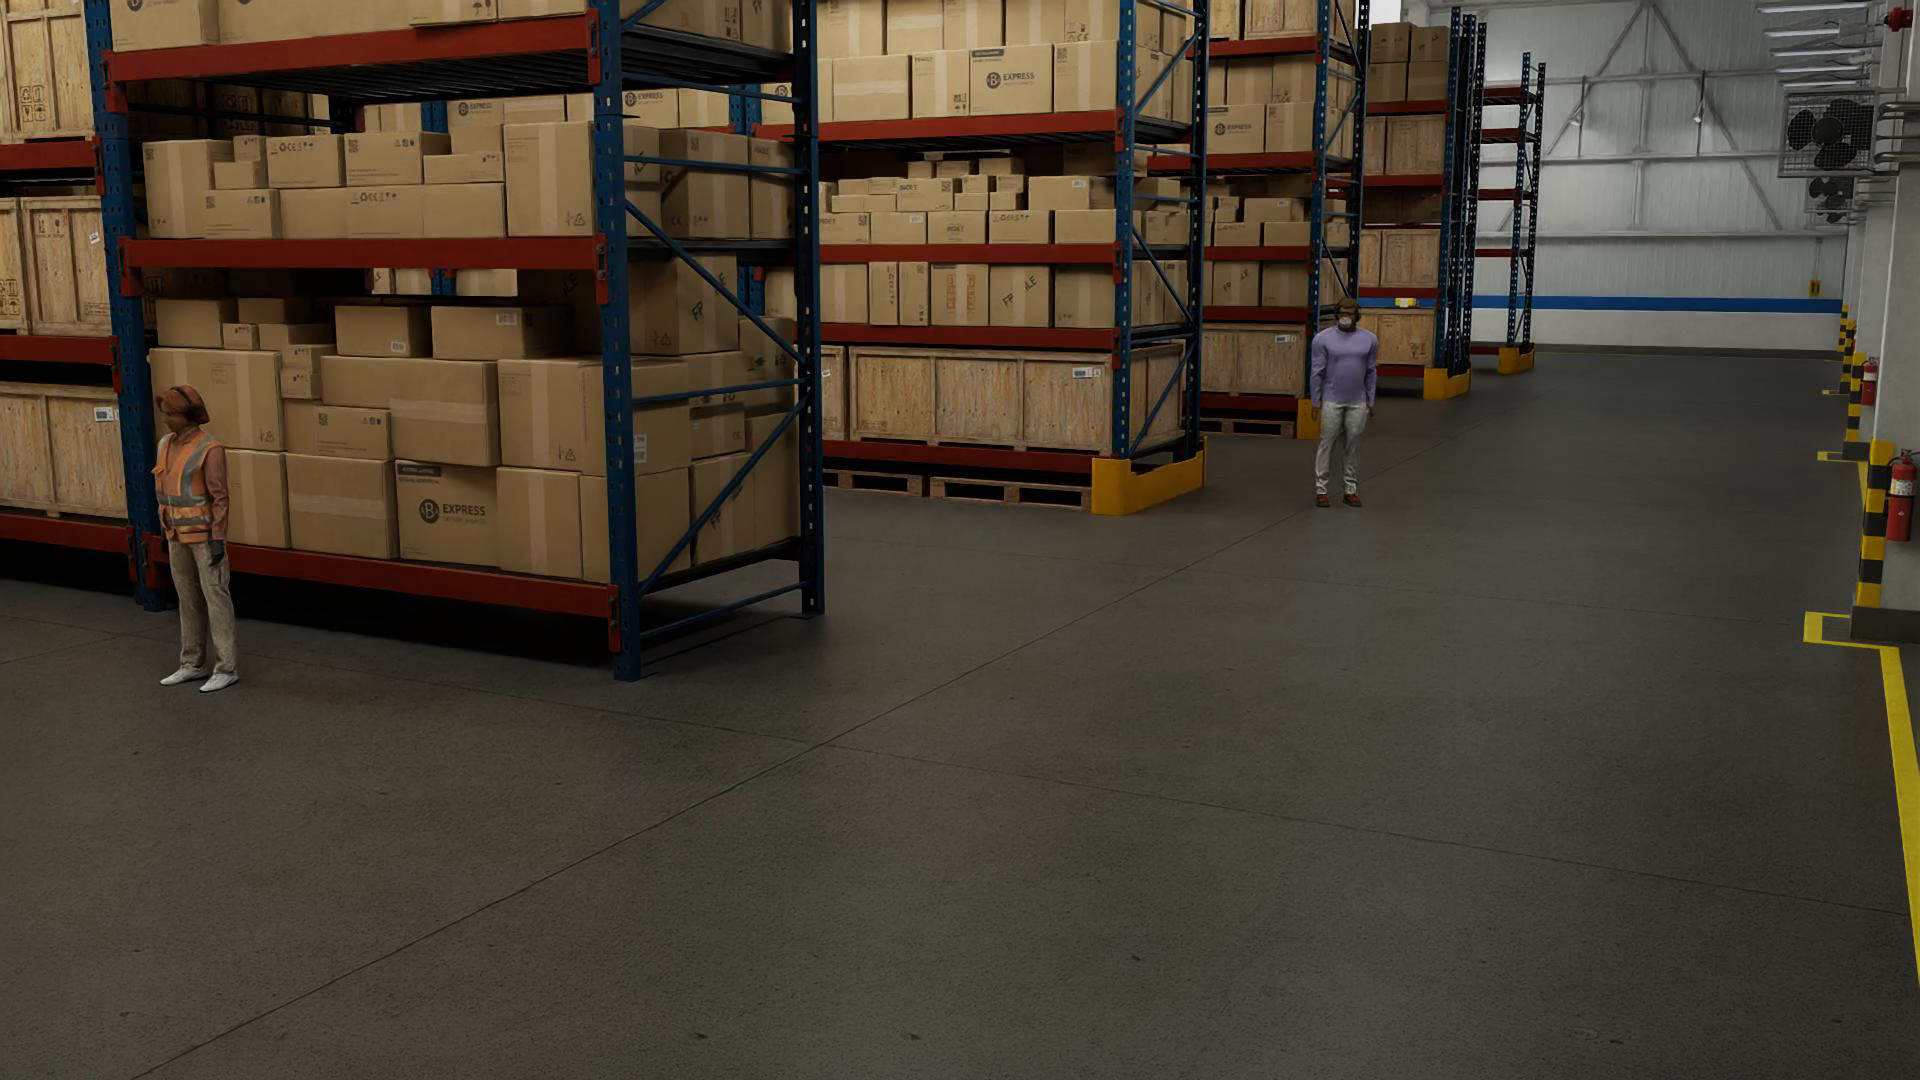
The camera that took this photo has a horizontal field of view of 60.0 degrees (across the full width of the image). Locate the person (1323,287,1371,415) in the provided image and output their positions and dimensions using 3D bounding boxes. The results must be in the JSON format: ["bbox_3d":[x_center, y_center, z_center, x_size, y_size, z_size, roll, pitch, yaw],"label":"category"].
[{"bbox_3d":[5.430,-2.642,23.494,1.001,1.853,0.655,9,13,41],"label":"person"}]

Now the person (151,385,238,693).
[{"bbox_3d":[-4.089,-0.009,8.888,0.513,1.640,0.309,6,11,29],"label":"person"}]

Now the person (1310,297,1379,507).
[{"bbox_3d":[3.521,-1.261,15.281,0.635,1.934,0.351,-1,10,-6],"label":"person"}]
